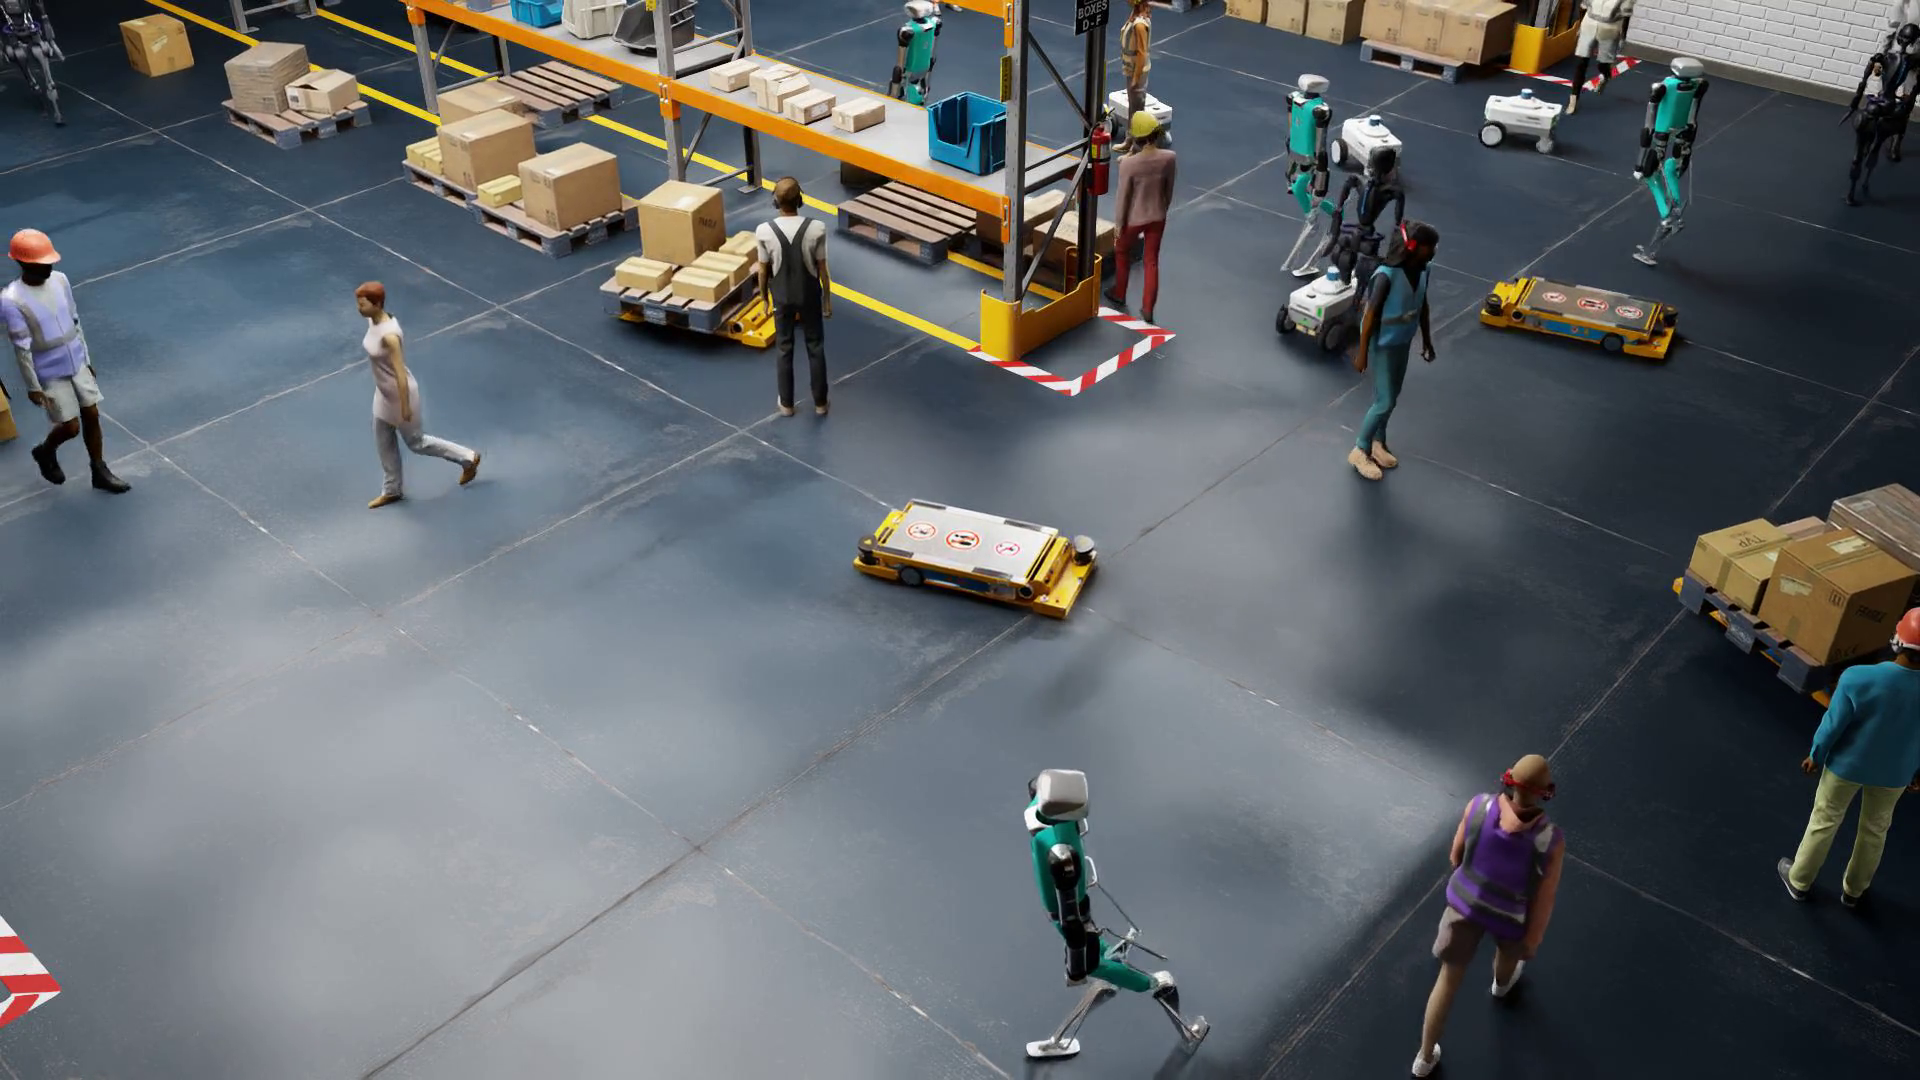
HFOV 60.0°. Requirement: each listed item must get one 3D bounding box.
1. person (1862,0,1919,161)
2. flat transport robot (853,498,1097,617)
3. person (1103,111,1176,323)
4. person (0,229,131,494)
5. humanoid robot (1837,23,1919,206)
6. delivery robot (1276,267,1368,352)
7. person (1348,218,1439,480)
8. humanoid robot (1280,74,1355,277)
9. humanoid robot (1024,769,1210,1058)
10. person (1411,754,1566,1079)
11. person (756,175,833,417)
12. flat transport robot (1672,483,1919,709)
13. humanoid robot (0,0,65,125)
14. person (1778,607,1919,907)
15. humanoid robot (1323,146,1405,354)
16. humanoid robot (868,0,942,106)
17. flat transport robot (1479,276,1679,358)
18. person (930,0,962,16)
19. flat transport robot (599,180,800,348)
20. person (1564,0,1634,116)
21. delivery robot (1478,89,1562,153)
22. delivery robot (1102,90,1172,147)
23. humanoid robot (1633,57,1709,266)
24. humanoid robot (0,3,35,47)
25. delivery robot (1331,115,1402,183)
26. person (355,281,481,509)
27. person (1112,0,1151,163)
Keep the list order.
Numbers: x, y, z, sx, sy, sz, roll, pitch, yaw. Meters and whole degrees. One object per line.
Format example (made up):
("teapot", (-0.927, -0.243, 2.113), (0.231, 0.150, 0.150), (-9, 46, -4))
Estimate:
("person", (9.155, -4.624, 16.057), (0.546, 1.926, 0.388), (12, 37, 17))
("flat transport robot", (0.098, 0.101, 10.664), (1.431, 0.231, 0.659), (12, 36, 17))
("person", (1.431, -2.629, 13.326), (0.585, 1.739, 0.631), (-11, 36, -16))
("person", (-6.020, -1.164, 11.049), (0.548, 1.915, 0.572), (12, 36, 17))
("humanoid robot", (8.403, -3.910, 15.237), (0.592, 1.650, 0.448), (3, 35, 4))
("delivery robot", (2.943, -1.888, 13.285), (0.785, 0.585, 0.499), (-27, 43, -34))
("person", (2.945, -1.304, 11.299), (0.544, 1.859, 0.495), (-26, 42, -32))
("humanoid robot", (3.023, -3.006, 13.886), (0.665, 1.817, 0.550), (-14, 37, -19))
("humanoid robot", (0.739, 1.643, 7.152), (0.968, 1.766, 0.557), (-5, 35, -8))
("person", (2.325, 1.599, 7.277), (0.504, 1.633, 0.961), (21, 40, 28))
("person", (-1.175, -1.729, 11.941), (0.516, 1.838, 0.353), (0, 35, 0))
("flat transport robot", (5.074, 0.547, 10.018), (0.659, 0.231, 1.431), (-14, 37, -19))
("humanoid robot", (-9.481, -5.038, 16.899), (0.602, 1.621, 0.759), (-13, 37, -18))
("person", (4.375, 1.043, 7.992), (0.572, 1.749, 0.337), (8, 35, 11))
("humanoid robot", (3.088, -2.257, 12.861), (0.612, 1.630, 0.524), (26, 42, 32))
("humanoid robot", (-0.607, -4.263, 15.704), (0.899, 1.741, 0.530), (25, 42, 32))
("flat transport robot", (5.005, -1.820, 13.447), (1.431, 0.231, 0.659), (16, 38, 22))
("person", (-0.165, -7.217, 19.951), (0.494, 1.763, 0.330), (-17, 38, -23))
("flat transport robot", (-2.068, -1.906, 13.571), (1.431, 0.231, 0.659), (13, 37, 18))
("person", (6.660, -5.277, 17.221), (0.546, 1.668, 0.652), (21, 40, 27))
("delivery robot", (5.605, -4.212, 16.676), (0.809, 0.612, 0.499), (14, 37, 20))
("delivery robot", (1.798, -4.278, 16.760), (0.499, 0.599, 0.784), (-19, 39, -26))
("humanoid robot", (6.032, -3.100, 14.013), (0.545, 1.795, 0.690), (-11, 36, -15))
("humanoid robot", (-11.030, -6.632, 19.164), (0.559, 1.802, 0.910), (-15, 37, -21))
("delivery robot", (3.964, -3.802, 16.060), (0.499, 0.587, 0.788), (-8, 35, -11))
("person", (-3.681, -0.987, 11.039), (0.740, 1.635, 0.458), (-21, 40, -28))
("person", (1.674, -4.521, 16.030), (0.322, 1.778, 0.470), (0, 35, 0))
